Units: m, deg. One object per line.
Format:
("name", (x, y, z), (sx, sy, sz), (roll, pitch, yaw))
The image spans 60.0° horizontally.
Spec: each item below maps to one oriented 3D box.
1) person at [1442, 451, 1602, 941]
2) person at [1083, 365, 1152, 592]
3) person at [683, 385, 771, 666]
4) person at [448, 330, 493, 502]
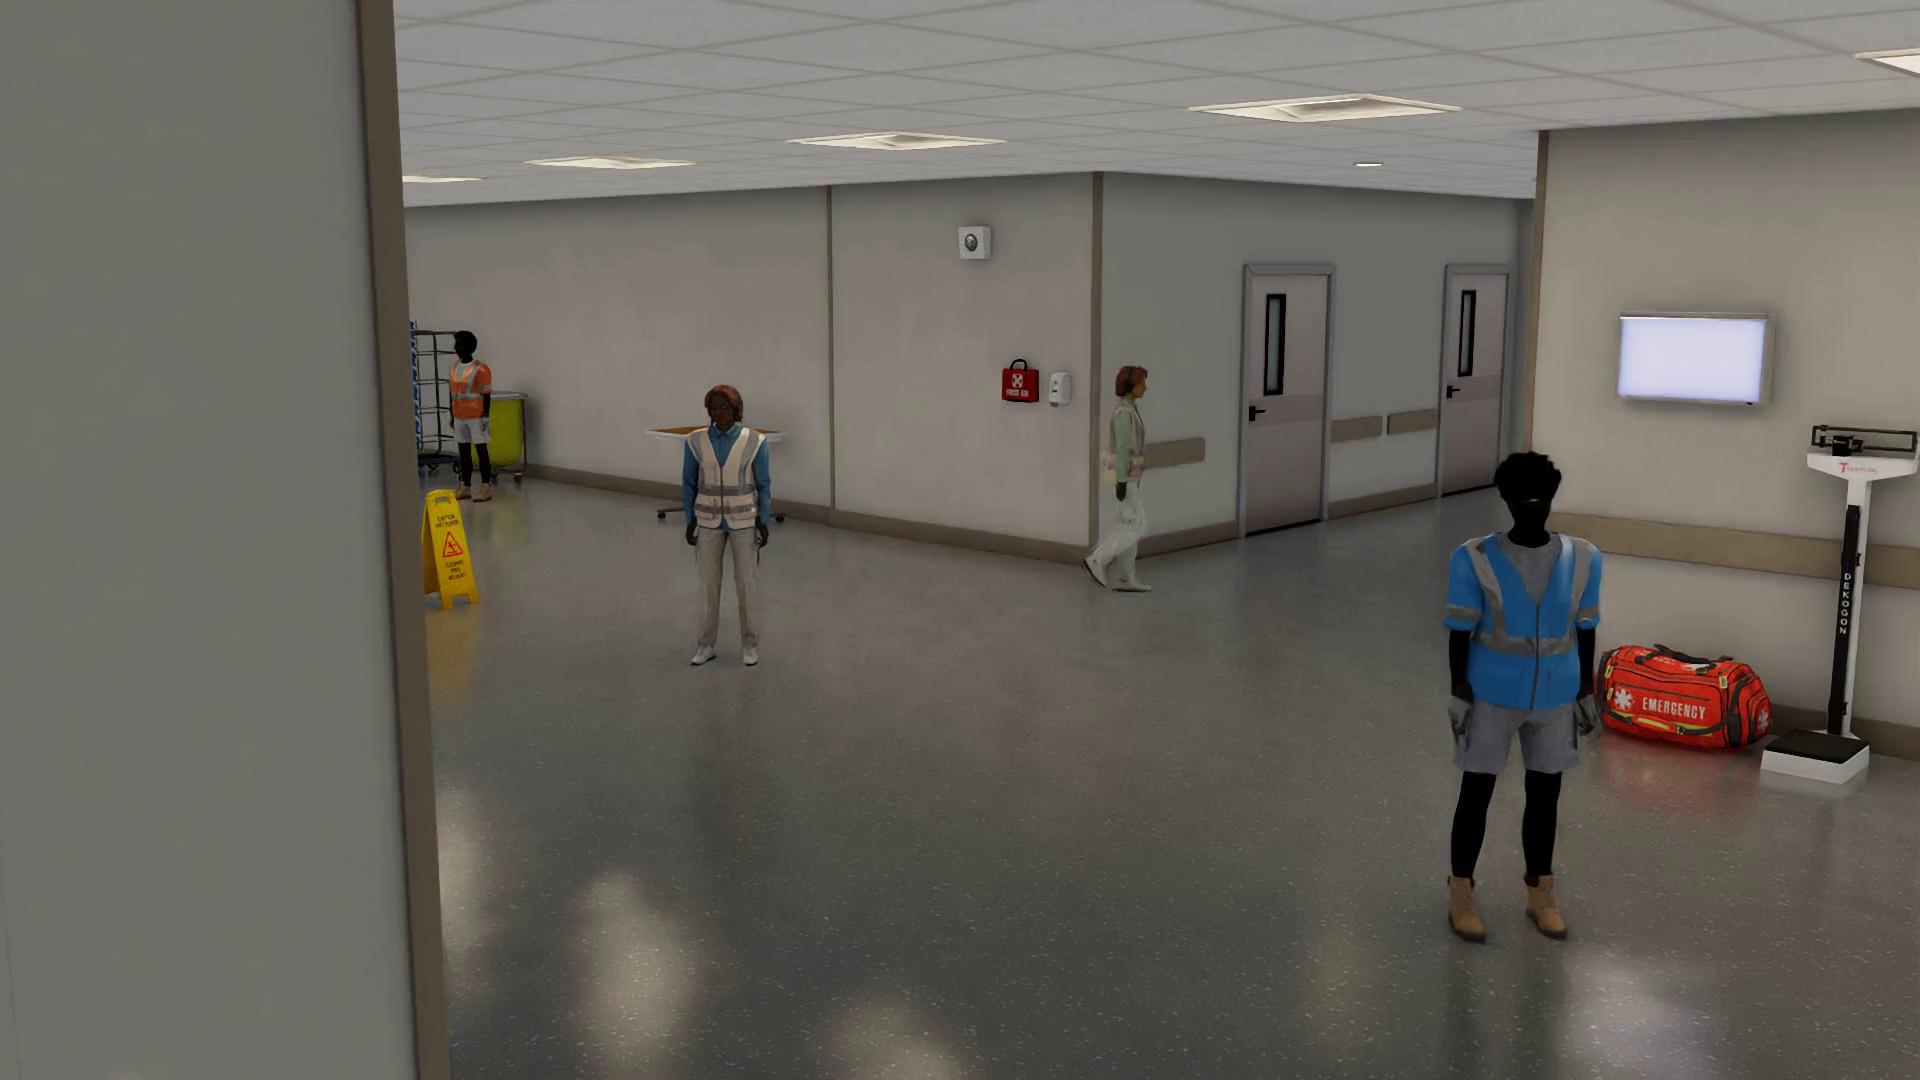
("person", (1.916, 0.533, 5.701), (0.541, 1.694, 0.319), (0, 9, 0))
("person", (1.157, -0.423, 11.752), (0.404, 1.621, 0.532), (2, 9, 9))
("person", (-1.347, -0.083, 9.647), (0.515, 1.640, 0.315), (1, 9, 5))
("person", (-4.846, -1.220, 16.443), (0.533, 1.697, 0.322), (5, 11, 29))
